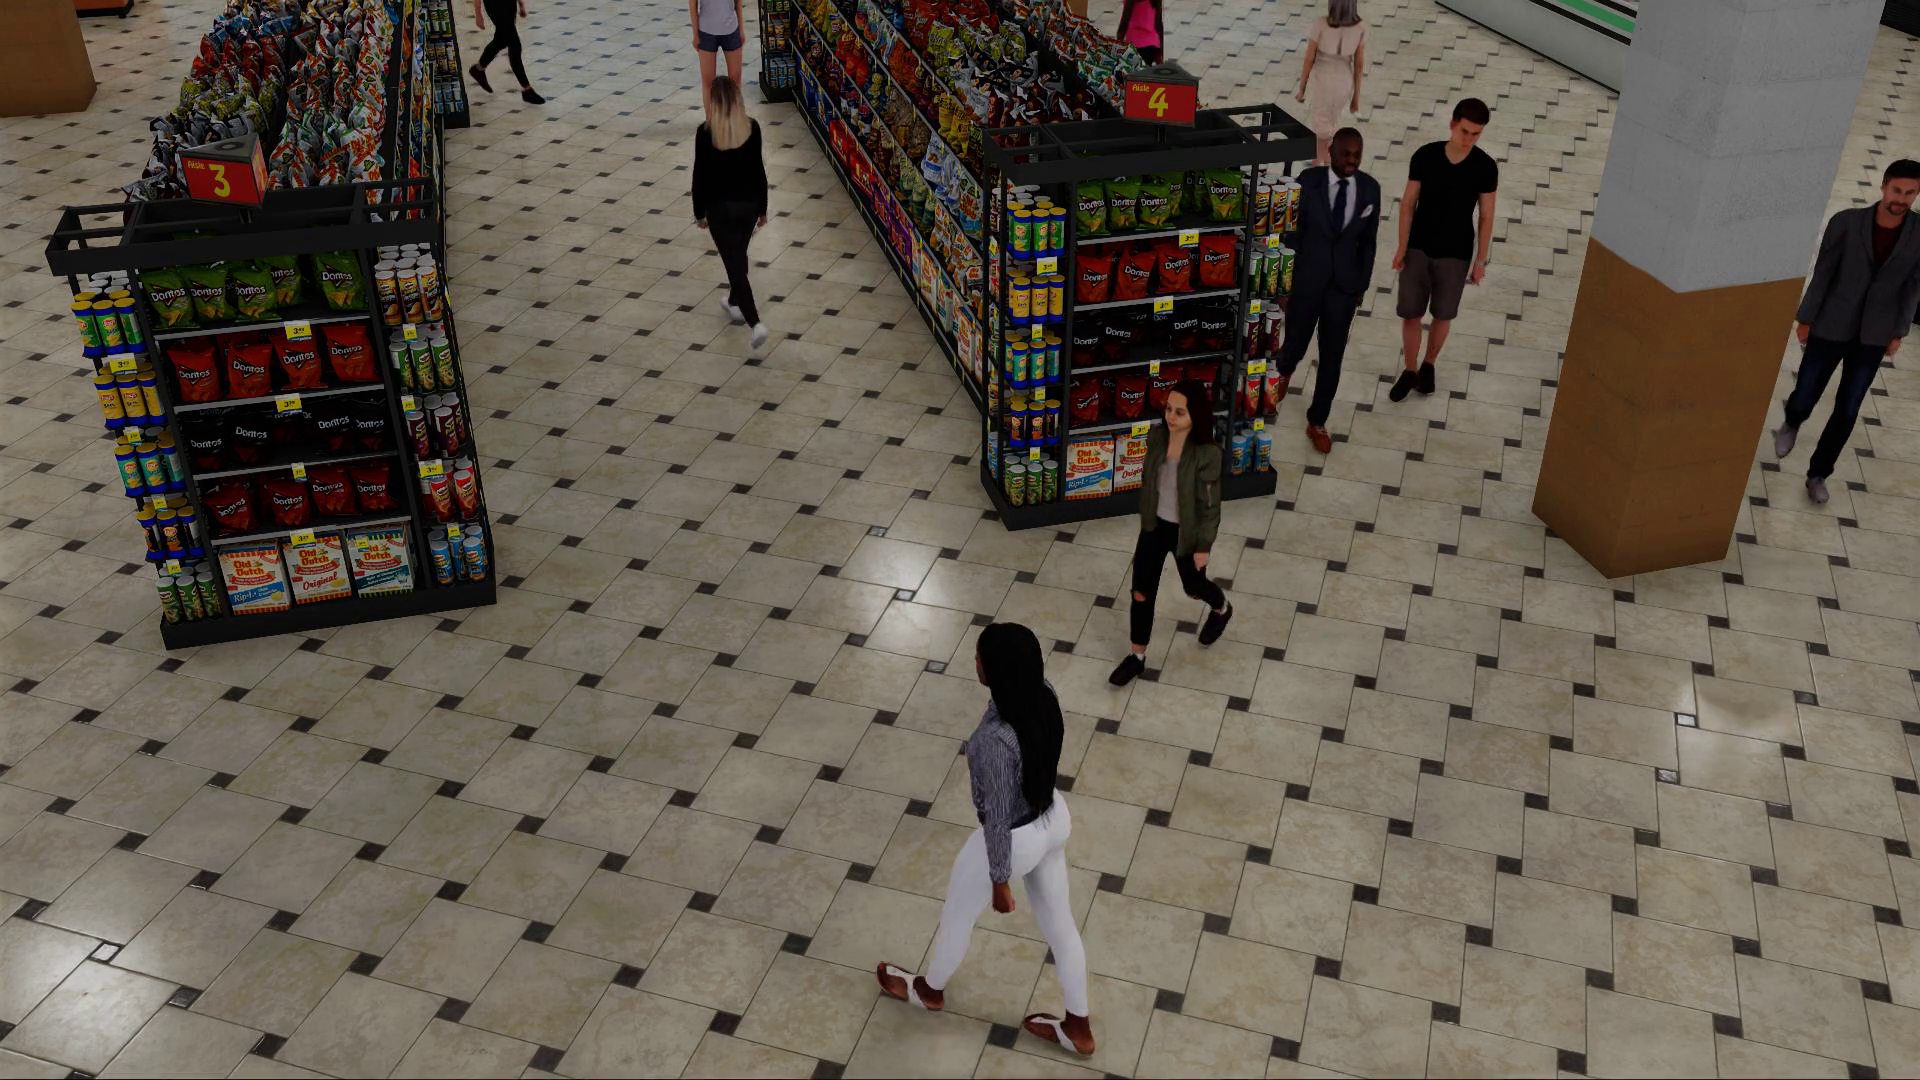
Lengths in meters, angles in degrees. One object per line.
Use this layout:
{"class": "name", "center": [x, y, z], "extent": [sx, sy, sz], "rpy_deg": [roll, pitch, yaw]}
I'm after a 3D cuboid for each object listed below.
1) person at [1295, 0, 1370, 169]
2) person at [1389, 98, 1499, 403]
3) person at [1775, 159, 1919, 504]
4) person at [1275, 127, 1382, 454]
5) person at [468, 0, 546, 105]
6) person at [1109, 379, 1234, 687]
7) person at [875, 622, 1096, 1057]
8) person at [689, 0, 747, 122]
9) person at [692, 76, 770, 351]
{"class": "person", "center": [2.737, -3.186, 12.208], "extent": [0.685, 1.688, 1.187], "rpy_deg": [-4, 32, -6]}
{"class": "person", "center": [2.815, -1.723, 9.718], "extent": [0.882, 1.833, 0.940], "rpy_deg": [14, 35, 21]}
{"class": "person", "center": [4.671, -1.129, 8.742], "extent": [0.966, 1.856, 1.052], "rpy_deg": [11, 34, 17]}
{"class": "person", "center": [1.999, -1.436, 9.284], "extent": [0.843, 1.804, 1.027], "rpy_deg": [0, 32, 0]}
{"class": "person", "center": [-4.117, -4.704, 14.662], "extent": [1.180, 1.673, 1.074], "rpy_deg": [18, 36, 27]}
{"class": "person", "center": [1.015, -0.056, 7.405], "extent": [1.014, 1.447, 0.976], "rpy_deg": [26, 40, 35]}
{"class": "person", "center": [0.267, 1.038, 5.421], "extent": [1.109, 1.685, 1.030], "rpy_deg": [18, 36, 27]}
{"class": "person", "center": [-2.009, -4.251, 13.901], "extent": [0.593, 1.706, 0.508], "rpy_deg": [-9, 33, -14]}
{"class": "person", "center": [-1.376, -1.986, 10.321], "extent": [0.714, 1.643, 1.198], "rpy_deg": [-13, 34, -20]}
